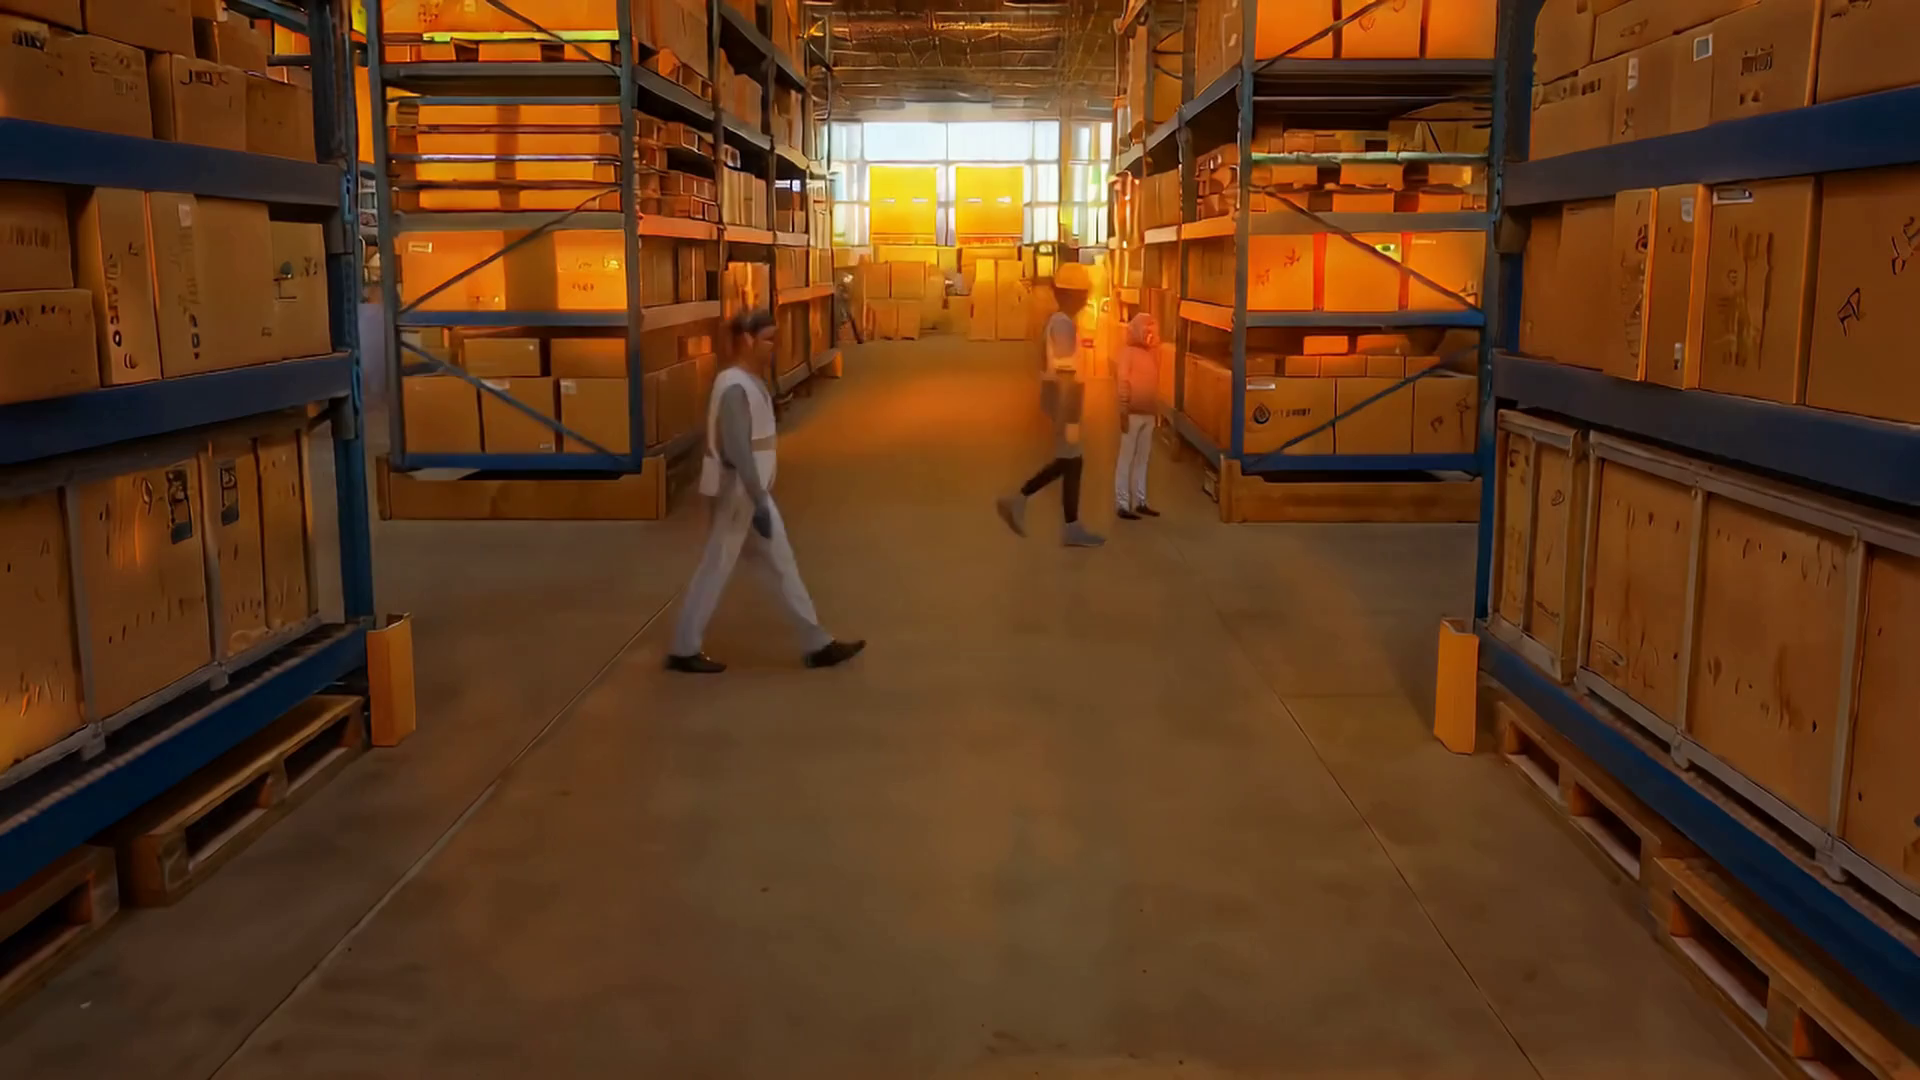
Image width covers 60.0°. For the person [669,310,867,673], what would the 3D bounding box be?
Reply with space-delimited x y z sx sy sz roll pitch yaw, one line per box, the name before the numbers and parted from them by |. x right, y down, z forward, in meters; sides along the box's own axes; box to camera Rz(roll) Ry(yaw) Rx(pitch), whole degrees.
person | -0.990 -0.219 8.123 0.993 1.787 0.590 0 9 3

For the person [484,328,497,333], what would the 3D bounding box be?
person | -8.885 -4.095 31.646 0.545 1.685 0.545 0 9 -3

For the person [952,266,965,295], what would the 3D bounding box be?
person | -0.054 -9.407 62.898 0.643 1.896 1.014 6 11 33

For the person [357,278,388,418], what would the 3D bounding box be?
person | -6.360 -1.908 18.050 0.641 1.866 0.947 2 10 13

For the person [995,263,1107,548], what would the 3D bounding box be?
person | 0.661 -0.935 11.737 0.690 2.026 0.613 -1 10 -5

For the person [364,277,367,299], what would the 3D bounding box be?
person | -19.889 -8.106 55.577 0.555 1.715 0.516 -2 10 -14

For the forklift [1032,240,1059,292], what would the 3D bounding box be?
forklift | 3.172 -9.648 61.356 1.129 2.768 1.873 0 9 1

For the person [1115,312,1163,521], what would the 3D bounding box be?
person | 1.417 -0.974 13.123 0.278 1.634 0.499 9 13 42

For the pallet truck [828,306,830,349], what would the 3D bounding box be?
pallet truck | -3.100 -3.940 29.800 1.885 1.965 0.823 3 10 19

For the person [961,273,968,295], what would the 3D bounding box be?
person | 0.205 -9.791 65.982 0.700 1.614 0.524 4 10 24

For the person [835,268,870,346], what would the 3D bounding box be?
person | -2.751 -5.644 40.378 1.012 1.889 0.550 -1 10 -8

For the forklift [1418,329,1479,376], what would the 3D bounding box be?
forklift | 6.686 -3.356 23.667 1.873 2.768 1.129 0 9 1
